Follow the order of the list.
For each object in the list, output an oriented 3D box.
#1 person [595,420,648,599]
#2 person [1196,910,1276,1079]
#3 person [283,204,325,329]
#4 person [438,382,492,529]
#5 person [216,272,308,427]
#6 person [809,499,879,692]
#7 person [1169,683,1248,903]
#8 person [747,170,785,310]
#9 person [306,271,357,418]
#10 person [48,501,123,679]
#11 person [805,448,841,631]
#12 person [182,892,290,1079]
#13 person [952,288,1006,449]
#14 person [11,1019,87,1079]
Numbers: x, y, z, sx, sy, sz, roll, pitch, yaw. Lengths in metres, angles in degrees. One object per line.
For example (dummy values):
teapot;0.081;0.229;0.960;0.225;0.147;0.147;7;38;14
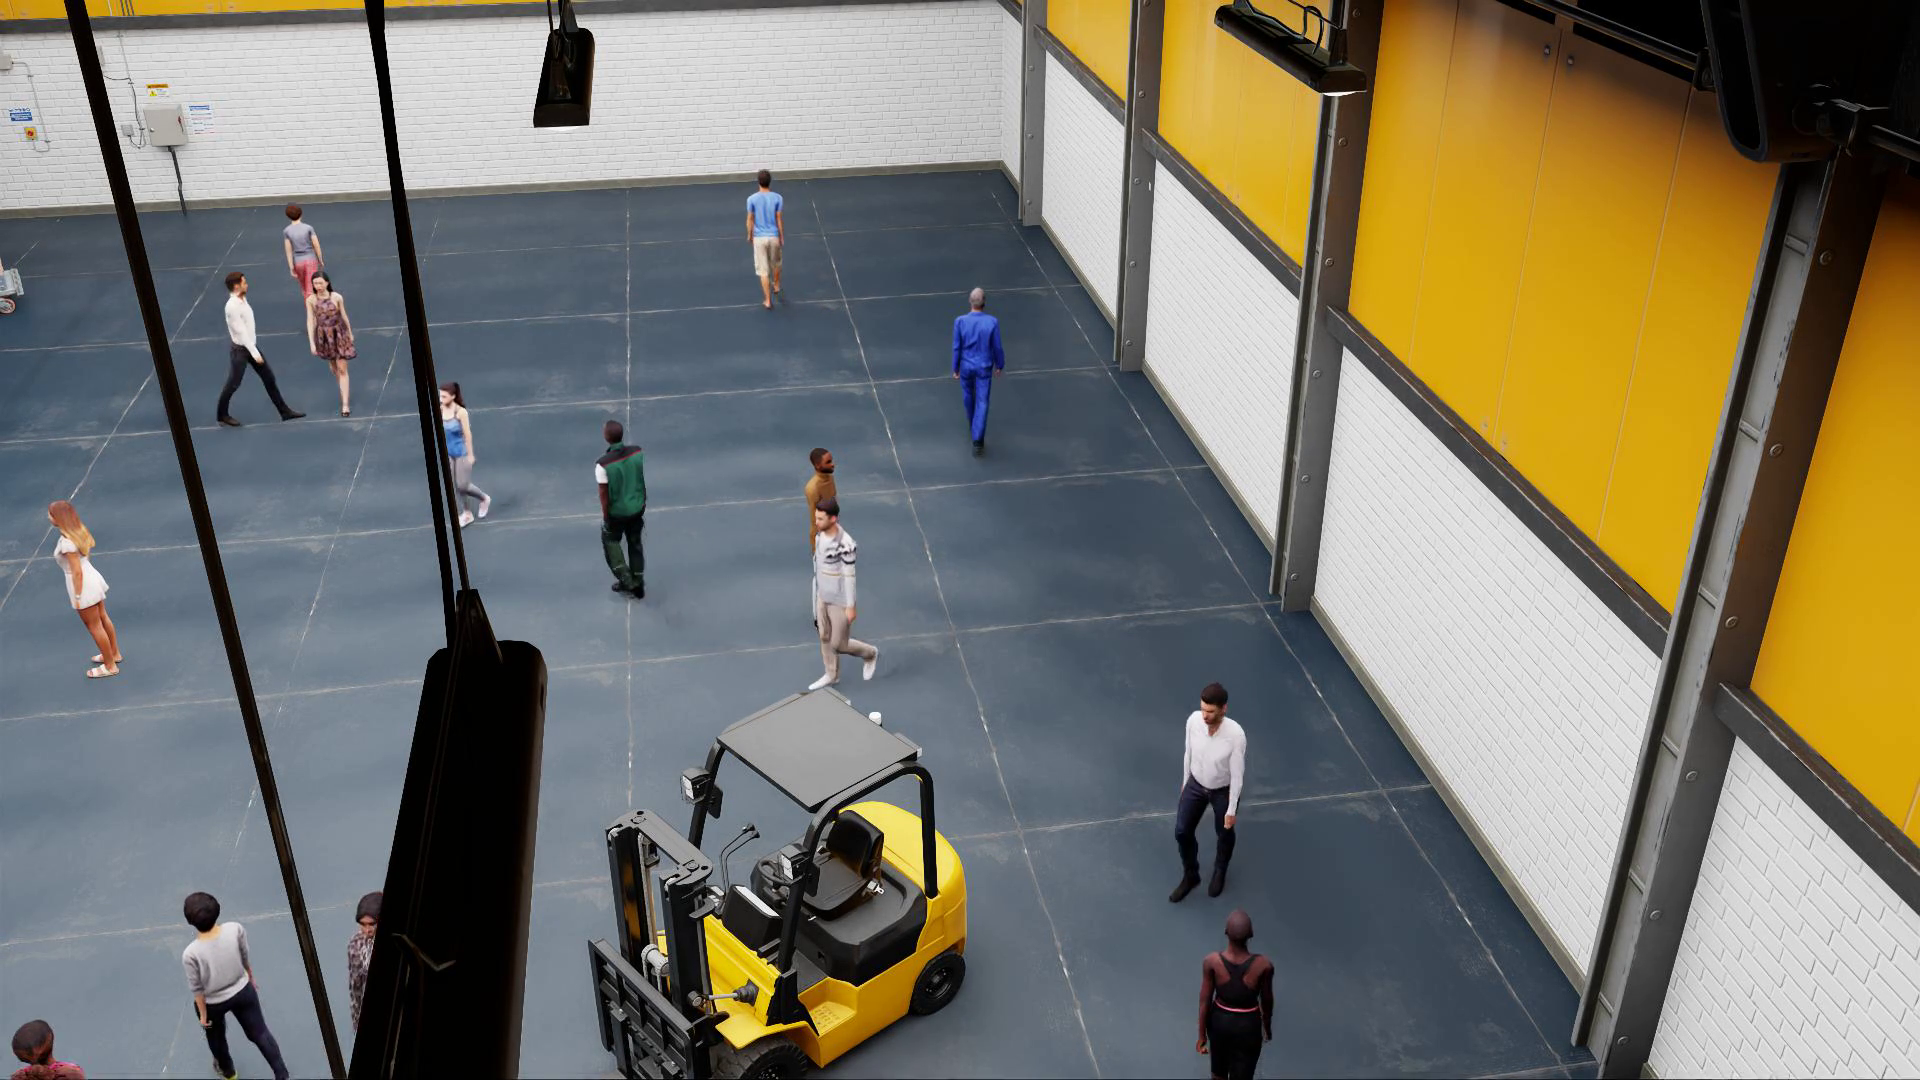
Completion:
person;-3.121;-0.253;15.731;0.822;1.828;0.860;-21;35;-34
person;1.608;2.994;9.881;0.923;1.730;1.200;6;29;10
person;-8.689;-3.605;22.091;0.601;1.623;1.149;-7;29;-12
person;-5.141;-0.908;17.170;0.742;1.600;0.809;15;32;25
person;-8.362;-2.141;19.207;0.869;1.814;1.224;-1;29;-2
person;-1.010;0.466;14.405;0.982;1.835;0.965;-20;35;-32
person;1.867;1.748;12.039;0.886;1.851;0.949;14;32;24
person;-2.630;-4.073;22.734;0.718;1.828;1.106;-9;30;-16
person;-7.430;-2.362;19.717;0.679;1.712;1.177;-7;29;-12
person;-7.706;0.411;14.651;0.622;1.697;0.478;-5;29;-10
person;-1.248;-0.020;15.316;0.767;1.816;0.626;7;29;12
person;-4.512;2.867;10.325;1.064;1.527;0.938;23;36;36
person;0.189;-1.897;18.790;0.964;1.784;1.283;3;29;5
person;-4.916;3.424;9.137;0.590;1.687;1.073;-3;29;-6
